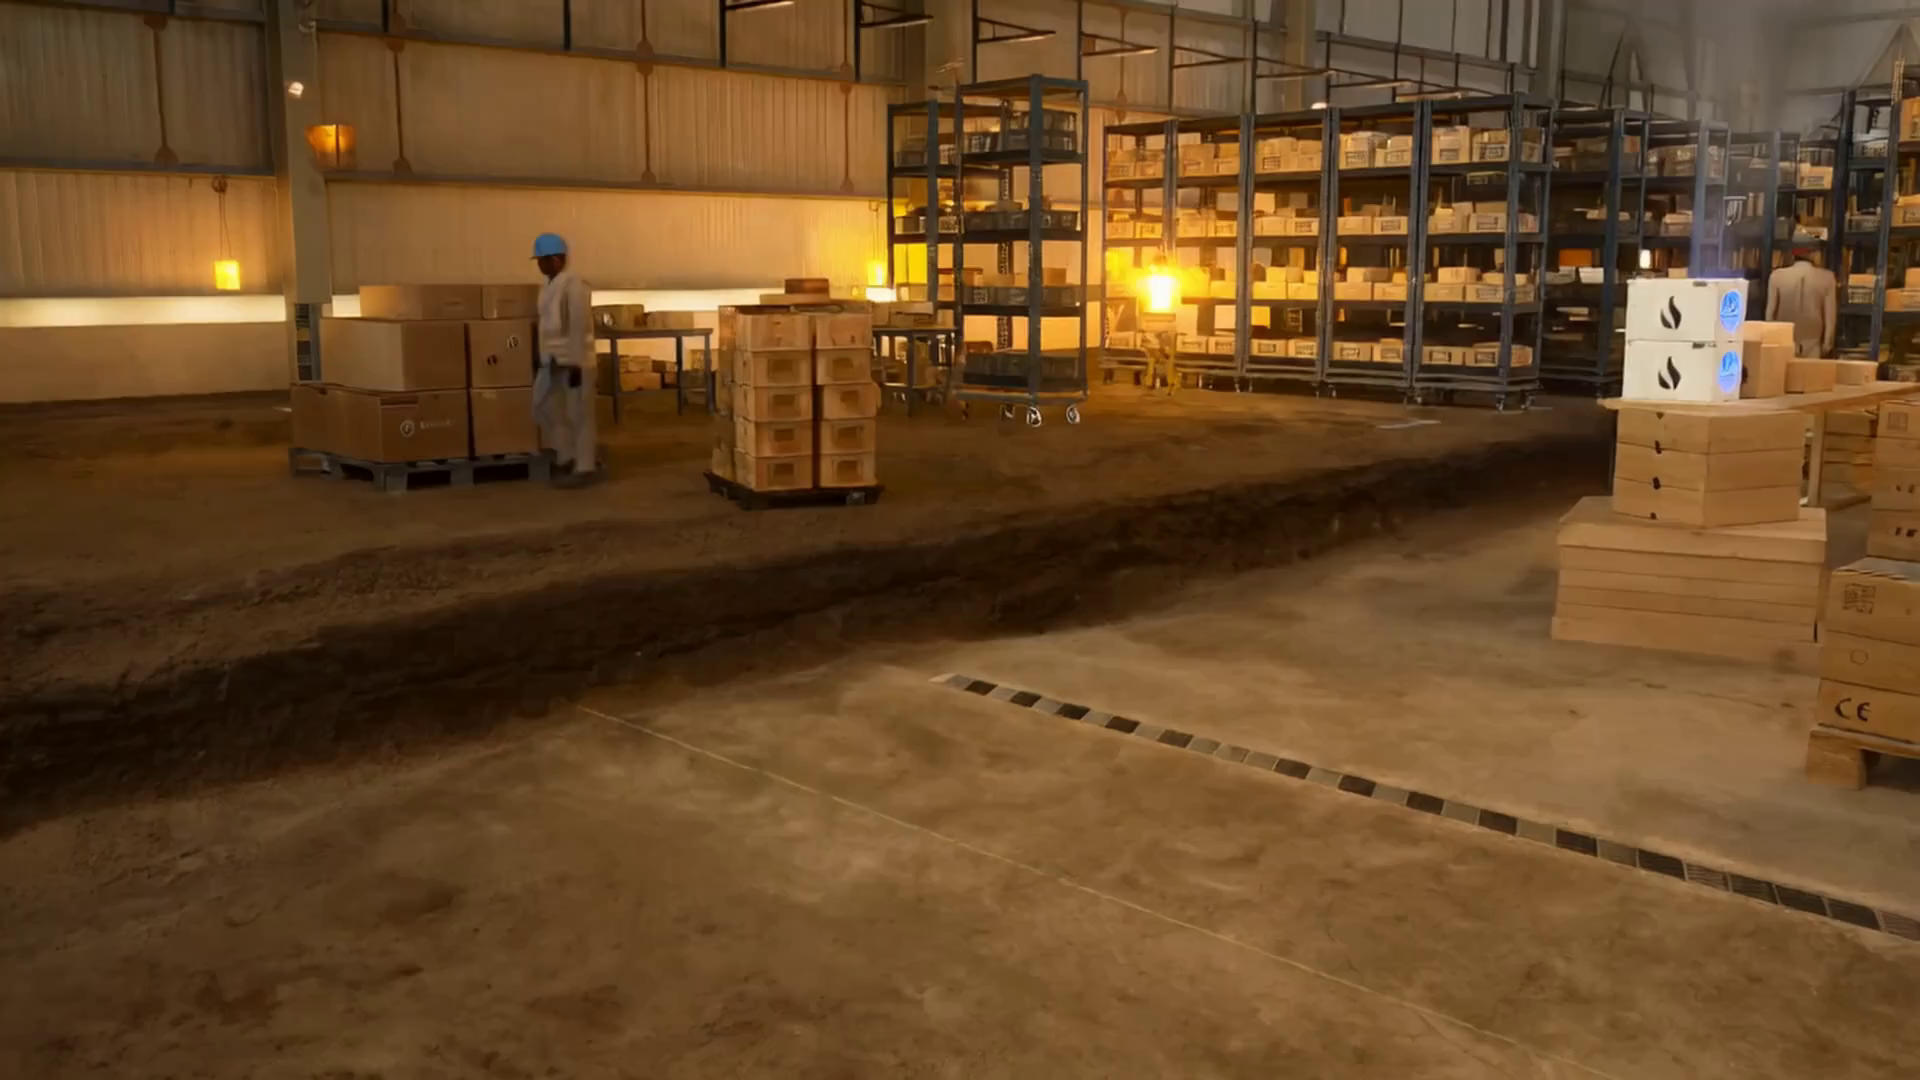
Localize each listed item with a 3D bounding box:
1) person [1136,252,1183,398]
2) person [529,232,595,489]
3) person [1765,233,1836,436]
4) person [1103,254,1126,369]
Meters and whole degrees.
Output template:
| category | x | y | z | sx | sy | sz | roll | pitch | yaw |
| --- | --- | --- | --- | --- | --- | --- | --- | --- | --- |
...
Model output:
| category | x | y | z | sx | sy | sz | roll | pitch | yaw |
| --- | --- | --- | --- | --- | --- | --- | --- | --- | --- |
| person | 2.504 | -2.692 | 20.947 | 0.590 | 1.833 | 0.404 | -1 | 9 | -5 |
| person | -2.978 | -1.333 | 12.489 | 0.615 | 1.924 | 0.445 | 8 | 12 | 38 |
| person | 8.275 | -2.019 | 16.422 | 0.612 | 1.991 | 0.392 | 5 | 11 | 28 |
| person | 2.464 | -3.660 | 26.726 | 0.390 | 1.846 | 0.565 | 0 | 9 | -2 |
